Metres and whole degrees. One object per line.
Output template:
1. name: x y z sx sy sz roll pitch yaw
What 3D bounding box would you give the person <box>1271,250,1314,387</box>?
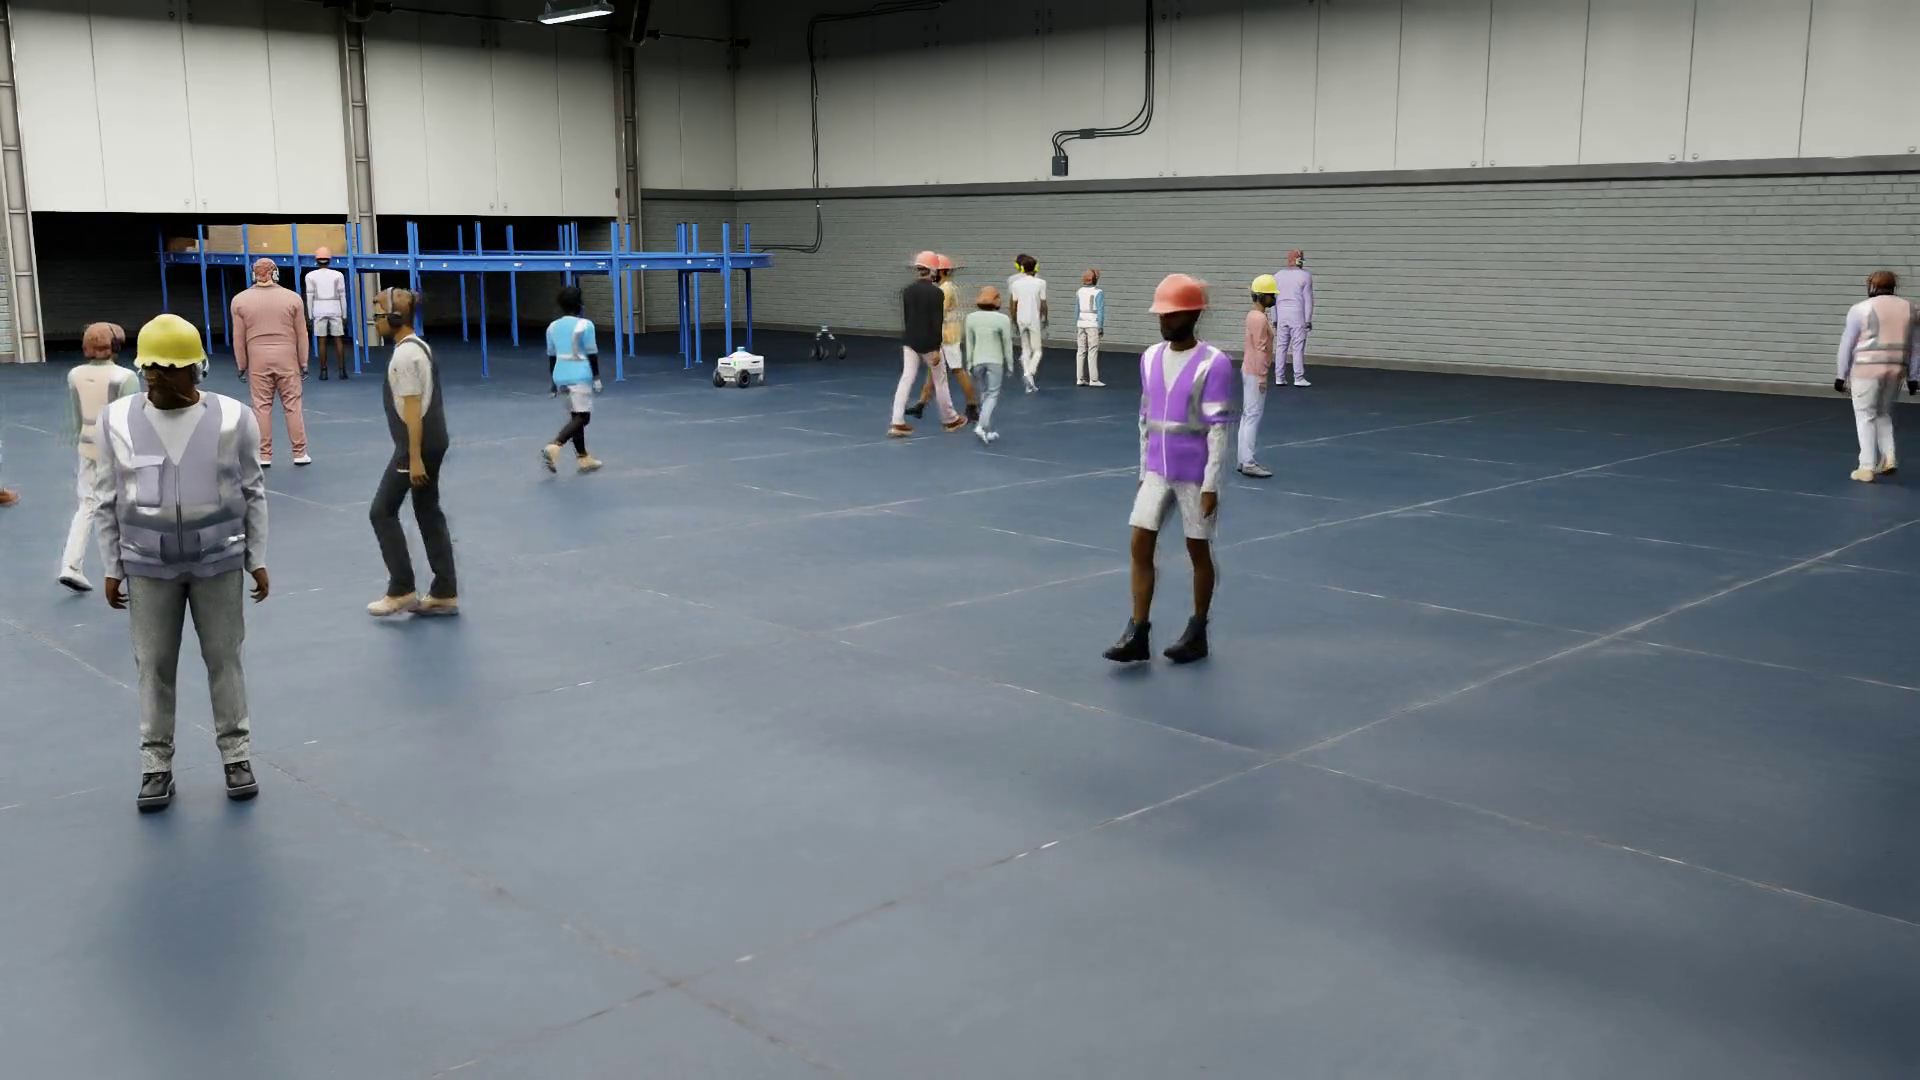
1. person: 4.679 -3.111 23.374 0.642 1.902 0.399 9 14 40

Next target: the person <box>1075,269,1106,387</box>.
1. person: 1.814 -2.971 23.322 0.315 1.640 0.514 -9 14 -40

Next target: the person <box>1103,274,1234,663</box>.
1. person: 0.998 -0.319 8.104 0.571 1.913 0.780 9 14 42

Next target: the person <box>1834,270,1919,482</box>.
1. person: 7.931 -1.417 14.389 0.632 1.815 0.452 -1 10 -5

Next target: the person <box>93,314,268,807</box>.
1. person: -2.891 0.076 6.207 0.586 1.824 0.404 -4 11 -23

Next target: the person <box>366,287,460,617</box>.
1. person: -3.113 -0.477 9.222 0.641 1.821 0.534 -1 10 -5

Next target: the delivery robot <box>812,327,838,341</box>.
1. delivery robot: -2.327 -3.572 28.709 0.335 0.223 0.698 -6 12 -27

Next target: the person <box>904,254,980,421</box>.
1. person: -0.218 -2.290 18.920 0.969 1.886 0.556 -1 10 -4

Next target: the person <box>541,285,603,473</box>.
1. person: -3.470 -1.418 14.746 0.535 1.677 0.717 7 13 34

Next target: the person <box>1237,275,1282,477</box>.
1. person: 2.648 -1.450 14.687 0.327 1.767 0.533 0 10 1

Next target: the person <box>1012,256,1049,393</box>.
1. person: 0.920 -2.897 22.388 0.538 1.842 0.573 4 11 23

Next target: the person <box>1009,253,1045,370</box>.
1. person: 0.993 -3.427 25.271 0.553 1.845 0.640 3 11 18

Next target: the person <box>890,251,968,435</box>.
1. person: -0.366 -2.092 17.729 0.619 1.946 1.044 9 13 39

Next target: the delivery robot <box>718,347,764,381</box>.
1. delivery robot: -3.087 -2.478 23.453 0.477 0.478 0.707 6 12 30

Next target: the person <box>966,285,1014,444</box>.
1. person: 0.286 -1.796 17.007 0.510 1.606 0.733 5 12 27

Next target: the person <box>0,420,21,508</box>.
1. person: -7.701 -1.157 12.804 0.612 1.888 0.721 2 11 10

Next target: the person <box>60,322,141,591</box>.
1. person: -5.150 -0.512 10.022 0.524 1.598 0.859 2 11 13

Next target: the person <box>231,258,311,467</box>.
1. person: -6.308 -1.625 15.275 0.637 1.901 0.403 -3 11 -18

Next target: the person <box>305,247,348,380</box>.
1. person: -9.334 -3.341 24.538 0.551 1.932 0.378 -4 11 -22
